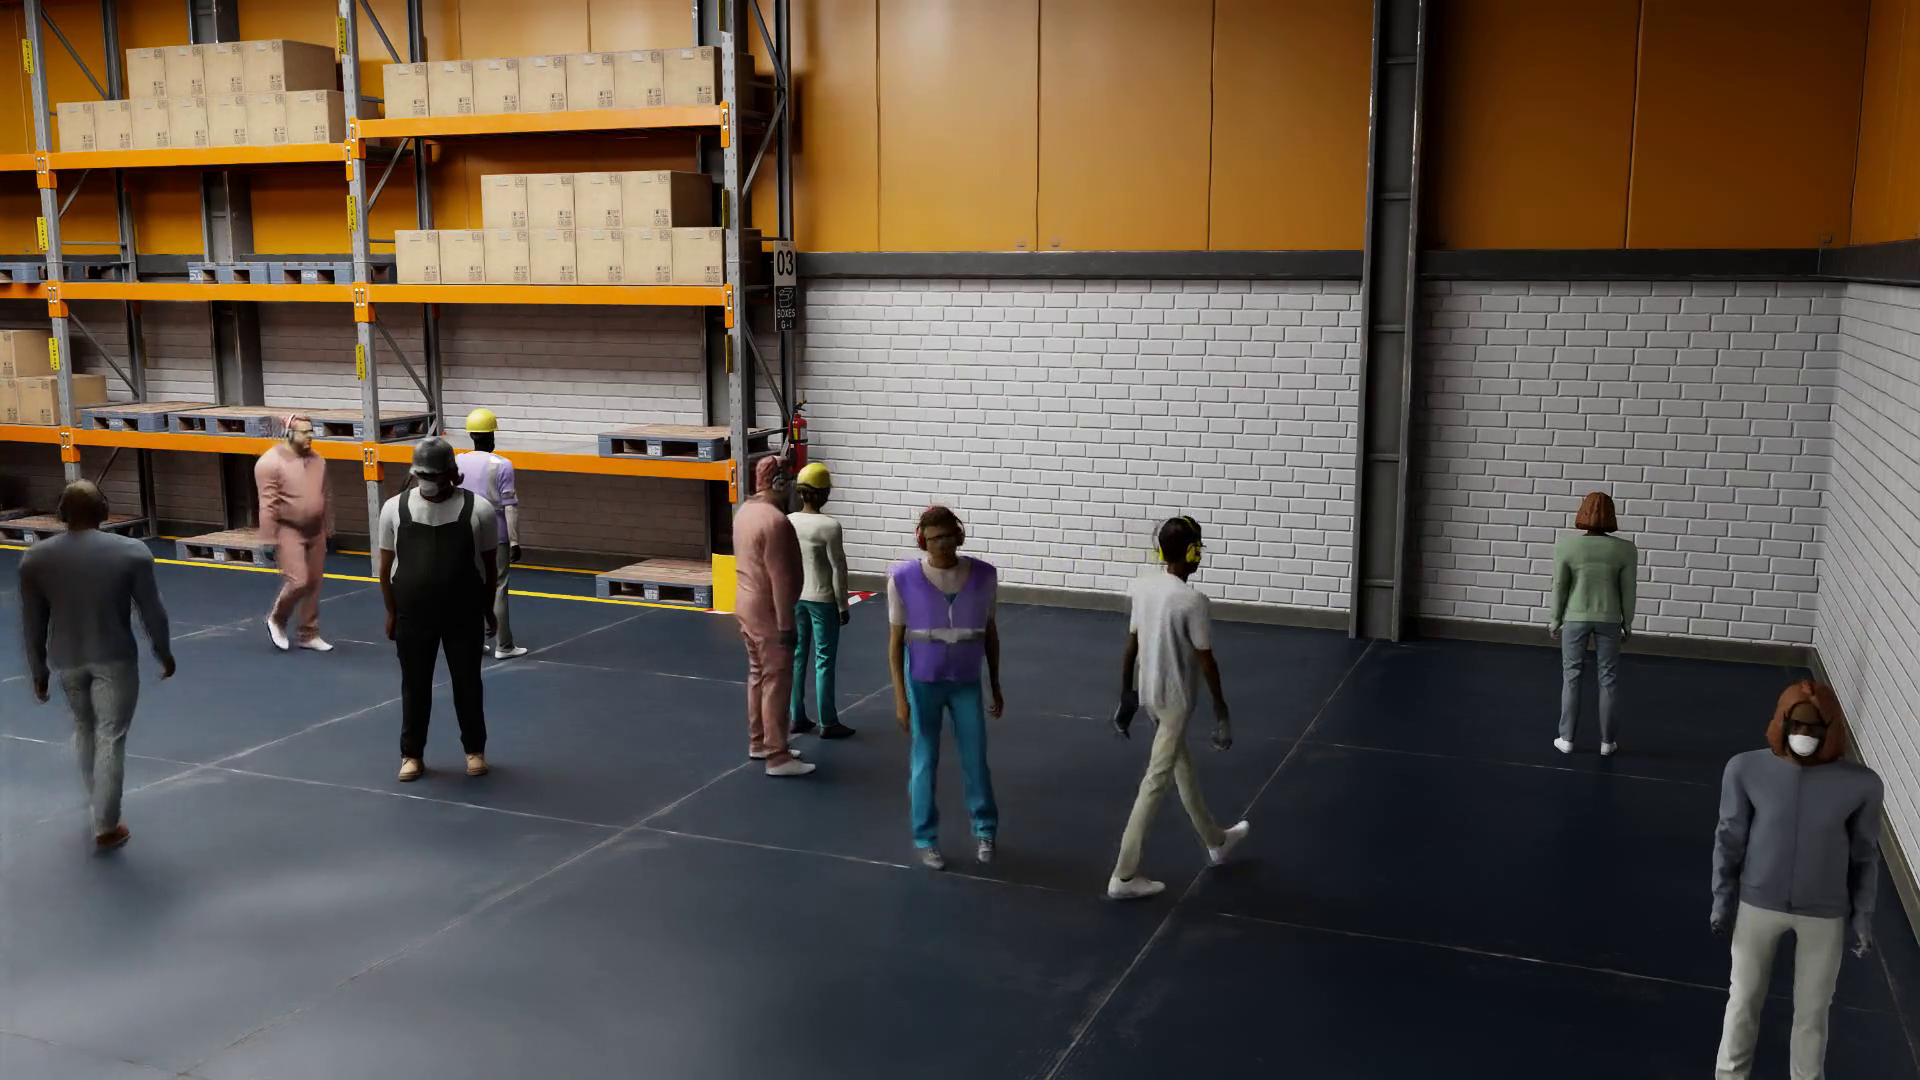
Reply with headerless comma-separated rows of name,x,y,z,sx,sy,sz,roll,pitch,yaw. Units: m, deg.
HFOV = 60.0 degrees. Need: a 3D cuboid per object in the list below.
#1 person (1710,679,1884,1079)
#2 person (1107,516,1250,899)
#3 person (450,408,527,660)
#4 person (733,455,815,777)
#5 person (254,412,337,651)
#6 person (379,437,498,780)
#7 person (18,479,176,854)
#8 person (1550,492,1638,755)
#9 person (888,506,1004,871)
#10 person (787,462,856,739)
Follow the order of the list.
person,2.835,1.271,5.674,0.507,1.631,0.270,4,10,24
person,1.098,0.792,8.043,1.003,1.802,0.568,-6,11,-32
person,-3.619,-0.040,12.717,0.589,1.930,0.361,3,10,17
person,-1.119,0.445,9.895,0.398,1.898,0.652,-5,10,-26
person,-5.117,-0.049,12.893,0.446,1.887,0.668,4,10,25
person,-3.046,0.395,9.749,0.673,2.000,0.536,-2,10,-14
person,-4.504,0.626,8.775,0.655,1.903,0.912,-1,9,-7
person,3.891,0.516,10.247,0.497,1.633,0.285,2,10,14
person,-0.050,0.739,8.369,0.635,1.824,0.432,-2,10,-13
person,-0.919,0.386,10.630,0.525,1.770,0.307,7,11,35
